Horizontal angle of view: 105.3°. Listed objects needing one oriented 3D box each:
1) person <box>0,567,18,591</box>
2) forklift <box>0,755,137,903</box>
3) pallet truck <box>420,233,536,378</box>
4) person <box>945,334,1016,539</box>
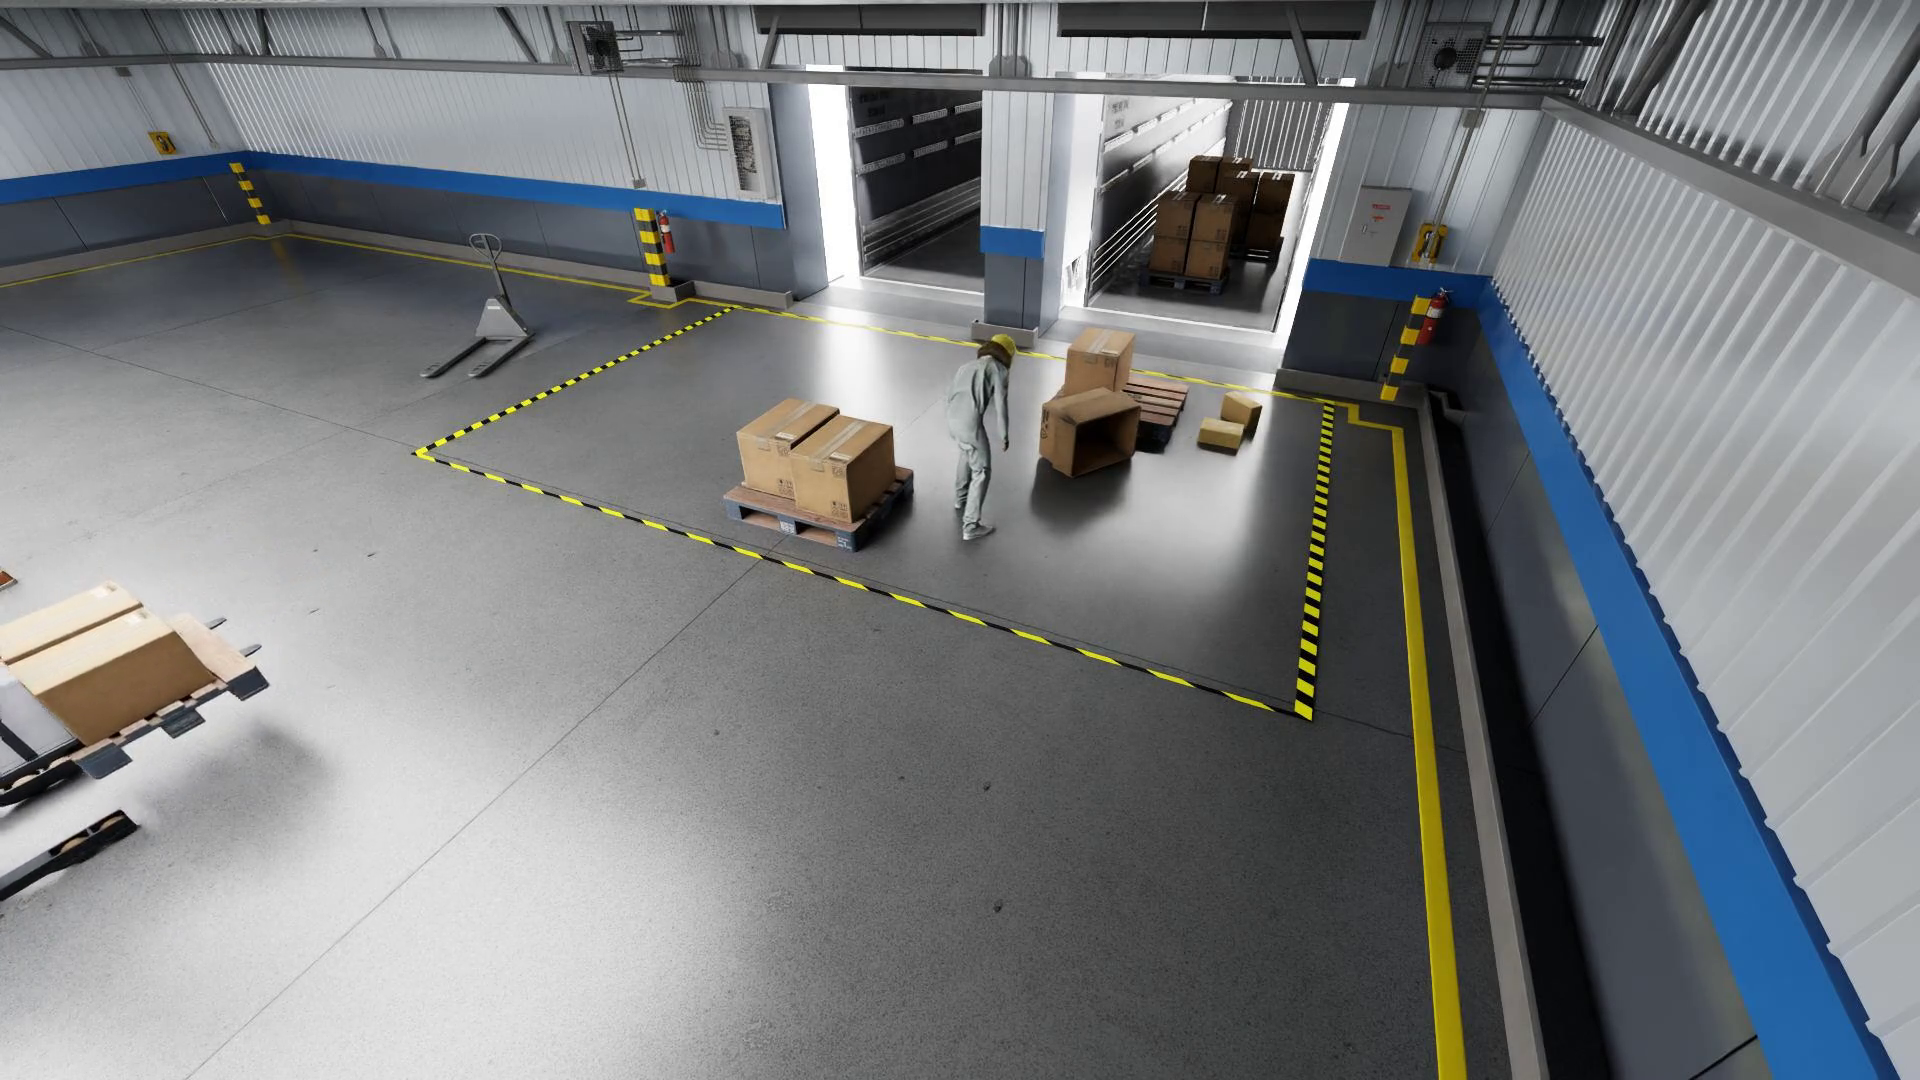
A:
[{"bbox_3d":[-6.920,-0.449,4.640,0.613,1.946,0.386,16,38,21],"label":"person"},{"bbox_3d":[-4.834,0.935,2.618,0.716,2.013,0.776,19,40,24],"label":"forklift"},{"bbox_3d":[-5.664,-2.712,8.427,0.680,1.201,1.601,0,35,-1],"label":"pallet truck"},{"bbox_3d":[0.198,-0.803,5.647,0.839,1.369,0.687,-28,44,-33],"label":"person"}]
